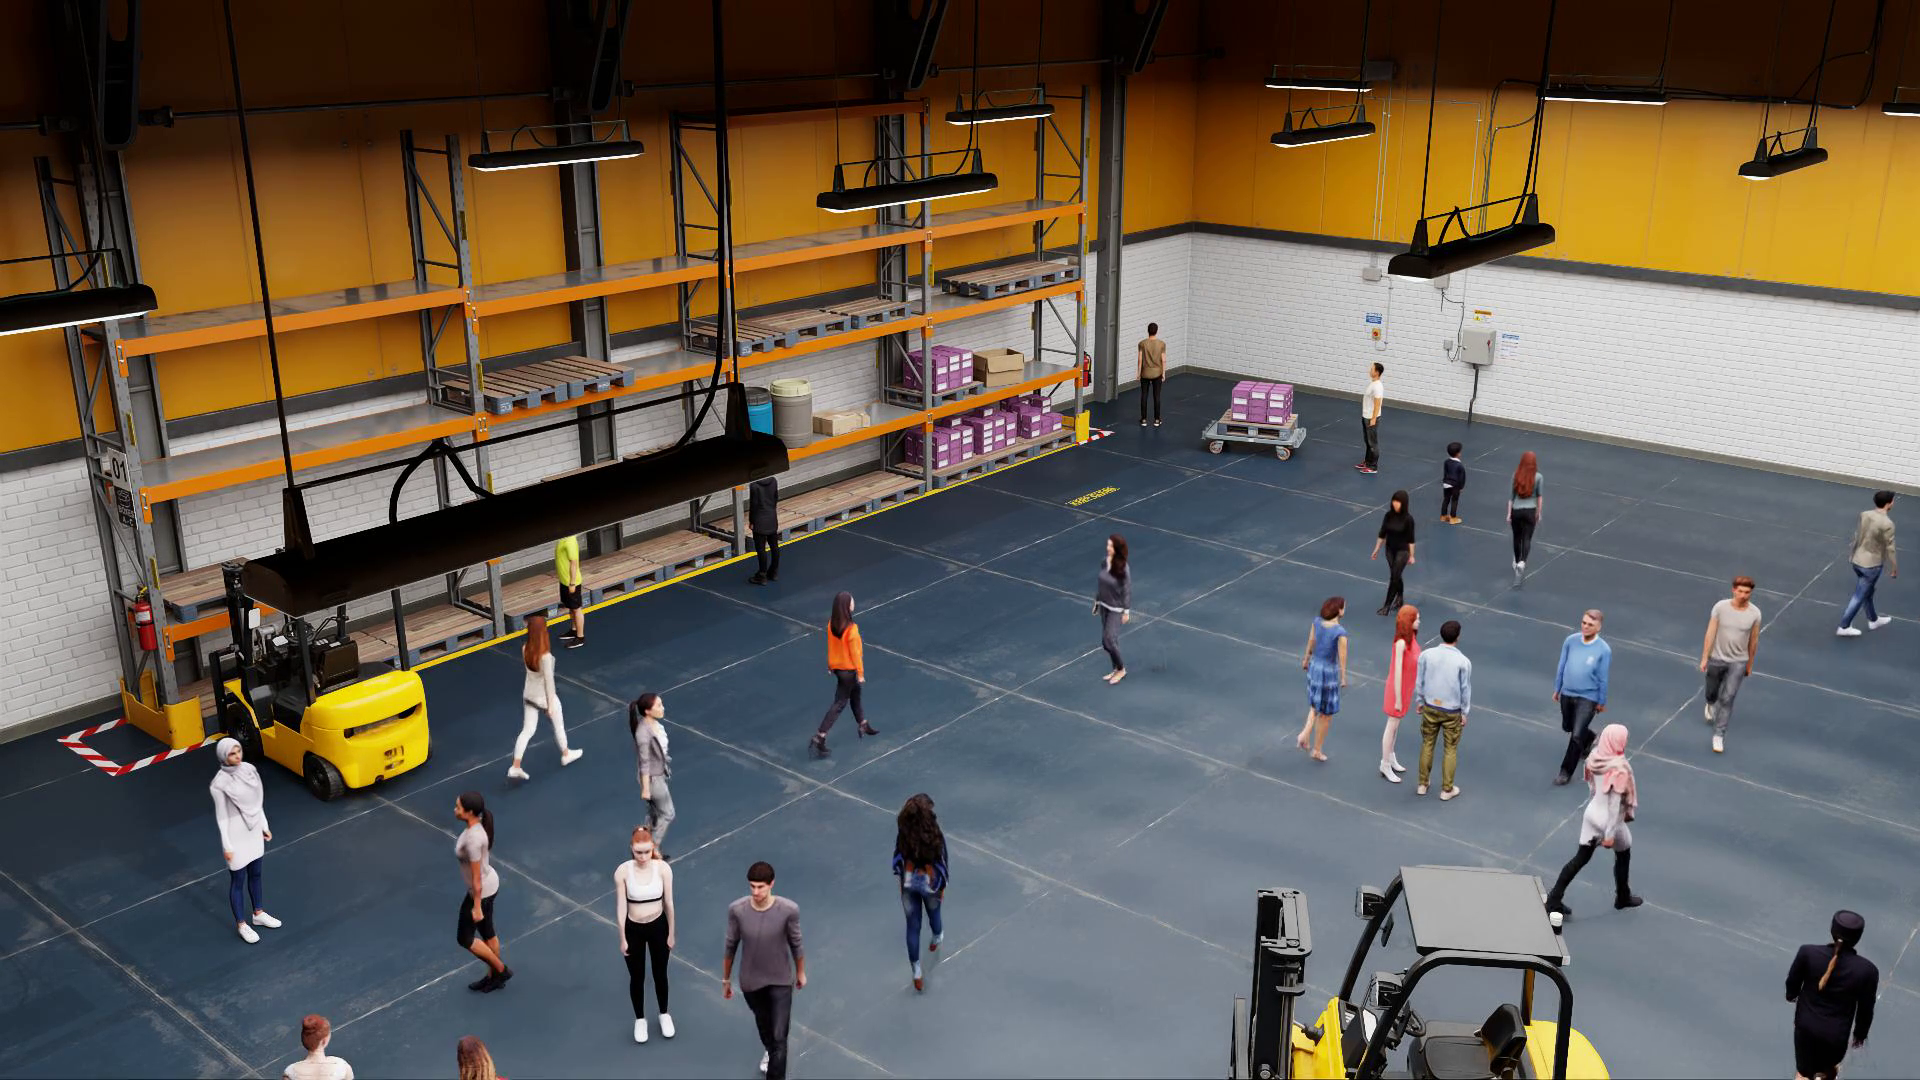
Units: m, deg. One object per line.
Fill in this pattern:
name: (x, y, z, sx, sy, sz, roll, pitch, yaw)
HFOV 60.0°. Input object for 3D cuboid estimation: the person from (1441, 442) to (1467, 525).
person: (7.255, -0.847, 24.480, 0.564, 1.225, 0.556, -12, 22, -31)

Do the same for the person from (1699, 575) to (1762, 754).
person: (7.989, 1.225, 17.318, 0.860, 1.871, 1.168, 9, 20, 24)

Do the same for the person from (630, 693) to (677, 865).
person: (-2.833, 2.146, 14.900, 0.783, 1.667, 0.723, -2, 19, -5)

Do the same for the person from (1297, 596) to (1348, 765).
person: (3.614, 1.436, 16.825, 0.779, 1.784, 0.752, -10, 21, -28)

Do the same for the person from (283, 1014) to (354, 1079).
person: (-3.843, 3.736, 10.048, 1.009, 1.752, 1.008, -4, 19, -12)

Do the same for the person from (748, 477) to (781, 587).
person: (-2.577, -0.286, 21.944, 0.671, 1.781, 0.526, 16, 24, 39)

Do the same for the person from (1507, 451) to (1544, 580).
person: (7.492, -0.306, 22.099, 0.879, 1.720, 1.161, 5, 19, 15)

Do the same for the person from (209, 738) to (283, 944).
person: (-5.959, 2.459, 13.802, 0.722, 1.775, 0.557, 8, 20, 23)

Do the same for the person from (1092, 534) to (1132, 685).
person: (1.798, 0.761, 18.876, 0.711, 1.754, 0.690, -12, 22, -32)

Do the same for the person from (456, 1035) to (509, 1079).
person: (-2.887, 3.808, 10.144, 1.006, 1.553, 1.078, 0, 19, -1)

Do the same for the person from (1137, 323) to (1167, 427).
person: (3.426, -2.981, 29.837, 0.750, 1.851, 0.758, 2, 19, 7)

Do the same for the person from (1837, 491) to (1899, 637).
person: (10.896, 0.307, 20.100, 1.164, 1.834, 1.087, -3, 19, -8)

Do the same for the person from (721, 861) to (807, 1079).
person: (-1.368, 3.088, 11.891, 1.115, 1.803, 1.279, 2, 19, 6)

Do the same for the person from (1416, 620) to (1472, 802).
person: (4.693, 1.642, 16.173, 0.698, 1.810, 0.590, 12, 22, 32)

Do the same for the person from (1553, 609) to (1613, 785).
person: (6.220, 1.510, 16.582, 1.104, 1.800, 0.764, -16, 25, -40)

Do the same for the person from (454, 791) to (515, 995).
person: (-3.662, 2.751, 12.988, 0.805, 1.741, 0.750, -3, 19, -9)

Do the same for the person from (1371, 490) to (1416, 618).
person: (5.546, 0.145, 20.932, 1.030, 1.609, 0.647, -16, 25, -40)

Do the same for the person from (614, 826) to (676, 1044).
person: (-2.352, 2.935, 12.441, 0.634, 1.742, 0.715, -4, 19, -11)

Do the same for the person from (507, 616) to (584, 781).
person: (-4.242, 1.595, 16.513, 0.716, 1.682, 1.166, 11, 21, 28)

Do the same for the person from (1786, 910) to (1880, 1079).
person: (5.865, 3.362, 11.339, 0.832, 1.635, 1.091, 10, 21, 26)

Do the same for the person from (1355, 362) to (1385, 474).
person: (6.696, -1.998, 26.990, 0.768, 1.805, 0.692, 0, 19, -1)

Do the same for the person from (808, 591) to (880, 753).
person: (-1.260, 1.386, 17.096, 1.193, 1.706, 0.862, -11, 22, -30)

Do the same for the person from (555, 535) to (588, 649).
person: (-4.666, 0.433, 19.923, 0.697, 1.708, 0.699, -8, 20, -21)

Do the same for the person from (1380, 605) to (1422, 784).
person: (4.375, 1.504, 16.559, 0.693, 1.827, 0.526, 9, 21, 25)

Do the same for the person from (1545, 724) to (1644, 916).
person: (5.330, 2.403, 13.995, 1.264, 1.759, 1.077, -5, 19, -14)

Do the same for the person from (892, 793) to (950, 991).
person: (-0.324, 2.786, 13.126, 0.926, 1.587, 1.079, 3, 19, 8)
